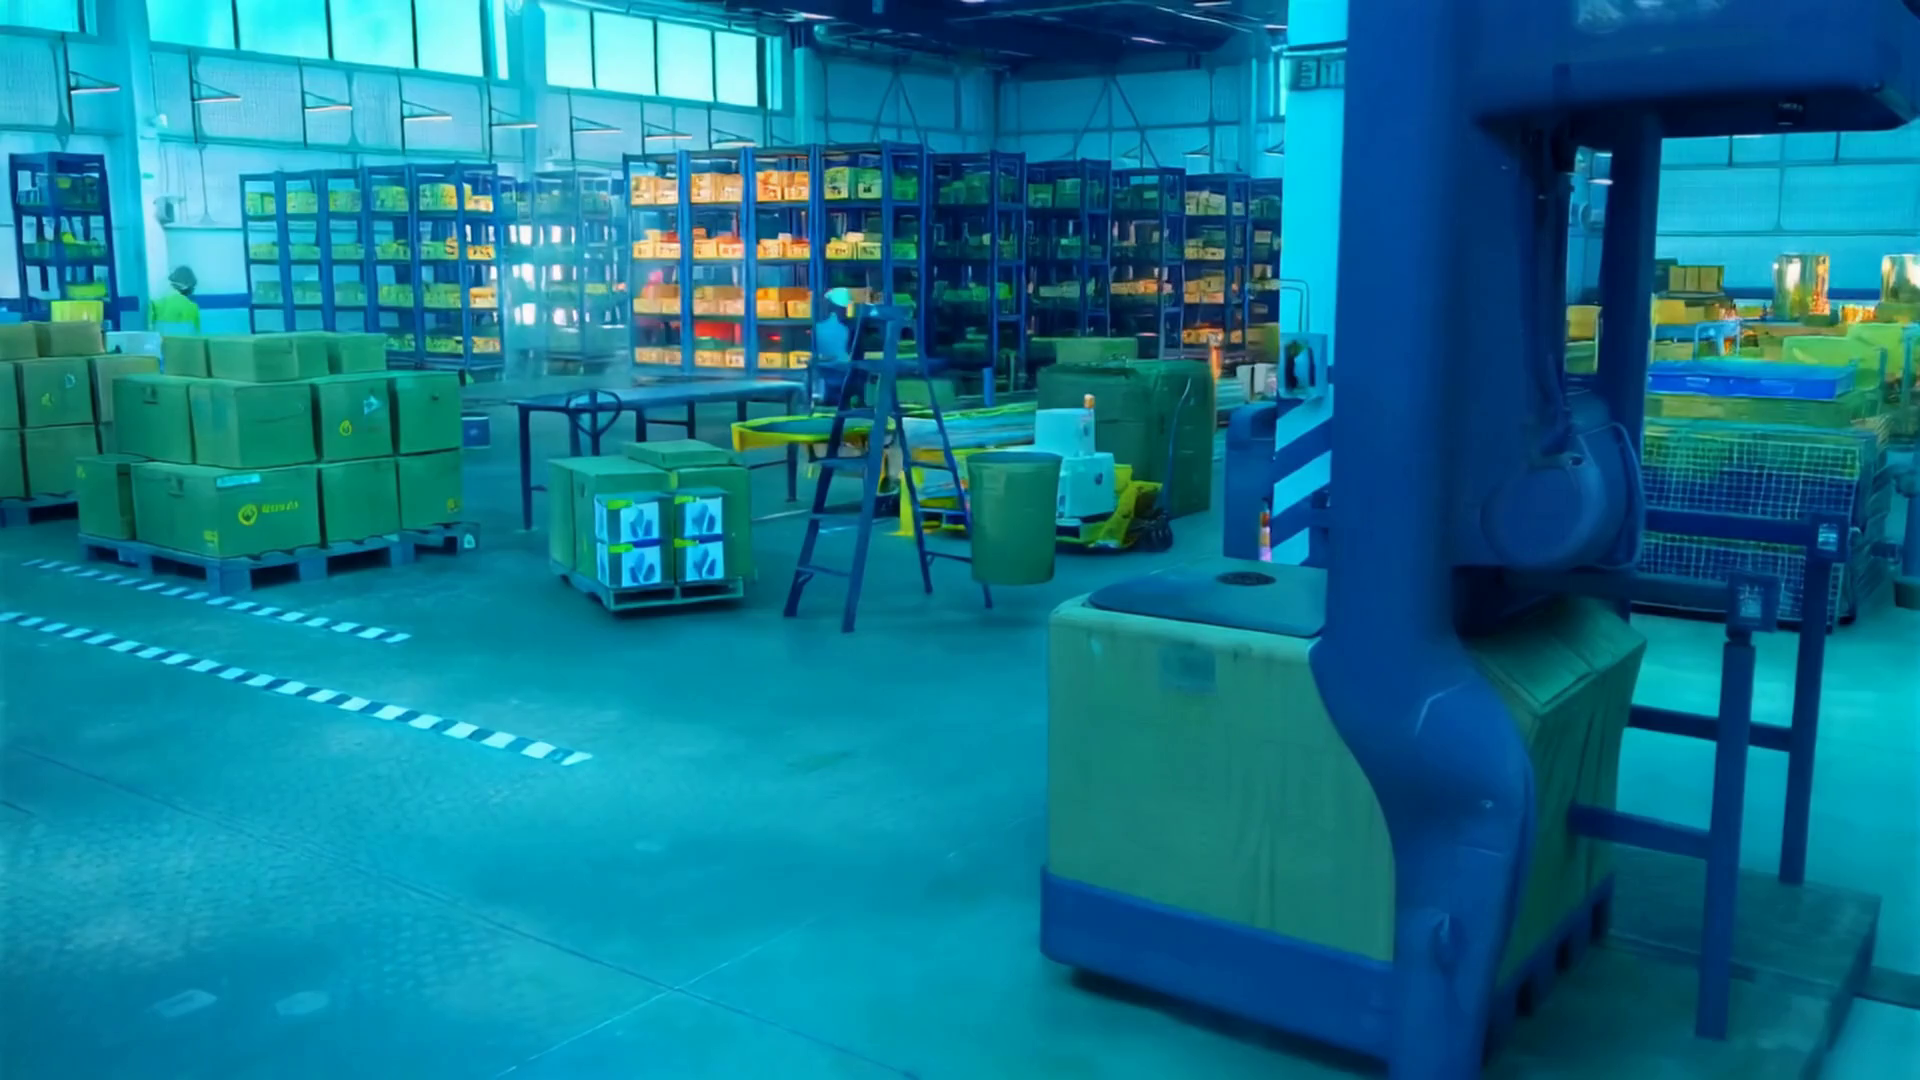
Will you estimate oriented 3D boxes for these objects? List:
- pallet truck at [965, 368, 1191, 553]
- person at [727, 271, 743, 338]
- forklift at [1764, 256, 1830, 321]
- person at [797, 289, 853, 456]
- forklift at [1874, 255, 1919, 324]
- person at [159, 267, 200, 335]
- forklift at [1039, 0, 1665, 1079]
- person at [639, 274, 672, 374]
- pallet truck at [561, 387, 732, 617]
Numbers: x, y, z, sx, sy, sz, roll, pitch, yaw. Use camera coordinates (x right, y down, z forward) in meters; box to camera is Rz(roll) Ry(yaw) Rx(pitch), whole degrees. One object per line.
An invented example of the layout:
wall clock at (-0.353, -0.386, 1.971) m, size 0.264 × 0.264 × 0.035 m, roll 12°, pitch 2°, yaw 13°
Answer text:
pallet truck at (0.845, -0.609, 11.869) m, size 1.630 × 1.274 × 0.653 m, roll 7°, pitch 12°, yaw 35°
person at (-4.490, -4.426, 33.034) m, size 0.580 × 1.820 × 0.589 m, roll 4°, pitch 10°, yaw 22°
forklift at (20.253, -5.854, 40.139) m, size 1.157 × 1.987 × 2.680 m, roll 7°, pitch 12°, yaw 35°
person at (-1.318, -1.638, 16.662) m, size 0.567 × 1.740 × 0.535 m, roll -9°, pitch 13°, yaw -44°
forklift at (22.089, -5.634, 38.796) m, size 1.157 × 1.987 × 2.680 m, roll 6°, pitch 11°, yaw 33°
person at (-8.844, -2.102, 18.802) m, size 0.607 × 1.963 × 0.945 m, roll 4°, pitch 10°, yaw 24°
forklift at (1.249, -0.137, 4.360) m, size 1.873 × 2.768 × 1.129 m, roll 7°, pitch 12°, yaw 35°
person at (-5.484, -3.886, 29.966) m, size 0.620 × 1.781 × 0.944 m, roll 7°, pitch 12°, yaw 35°
pallet truck at (-1.981, -0.274, 10.088) m, size 0.680 × 1.201 × 1.601 m, roll -5°, pitch 11°, yaw -28°
